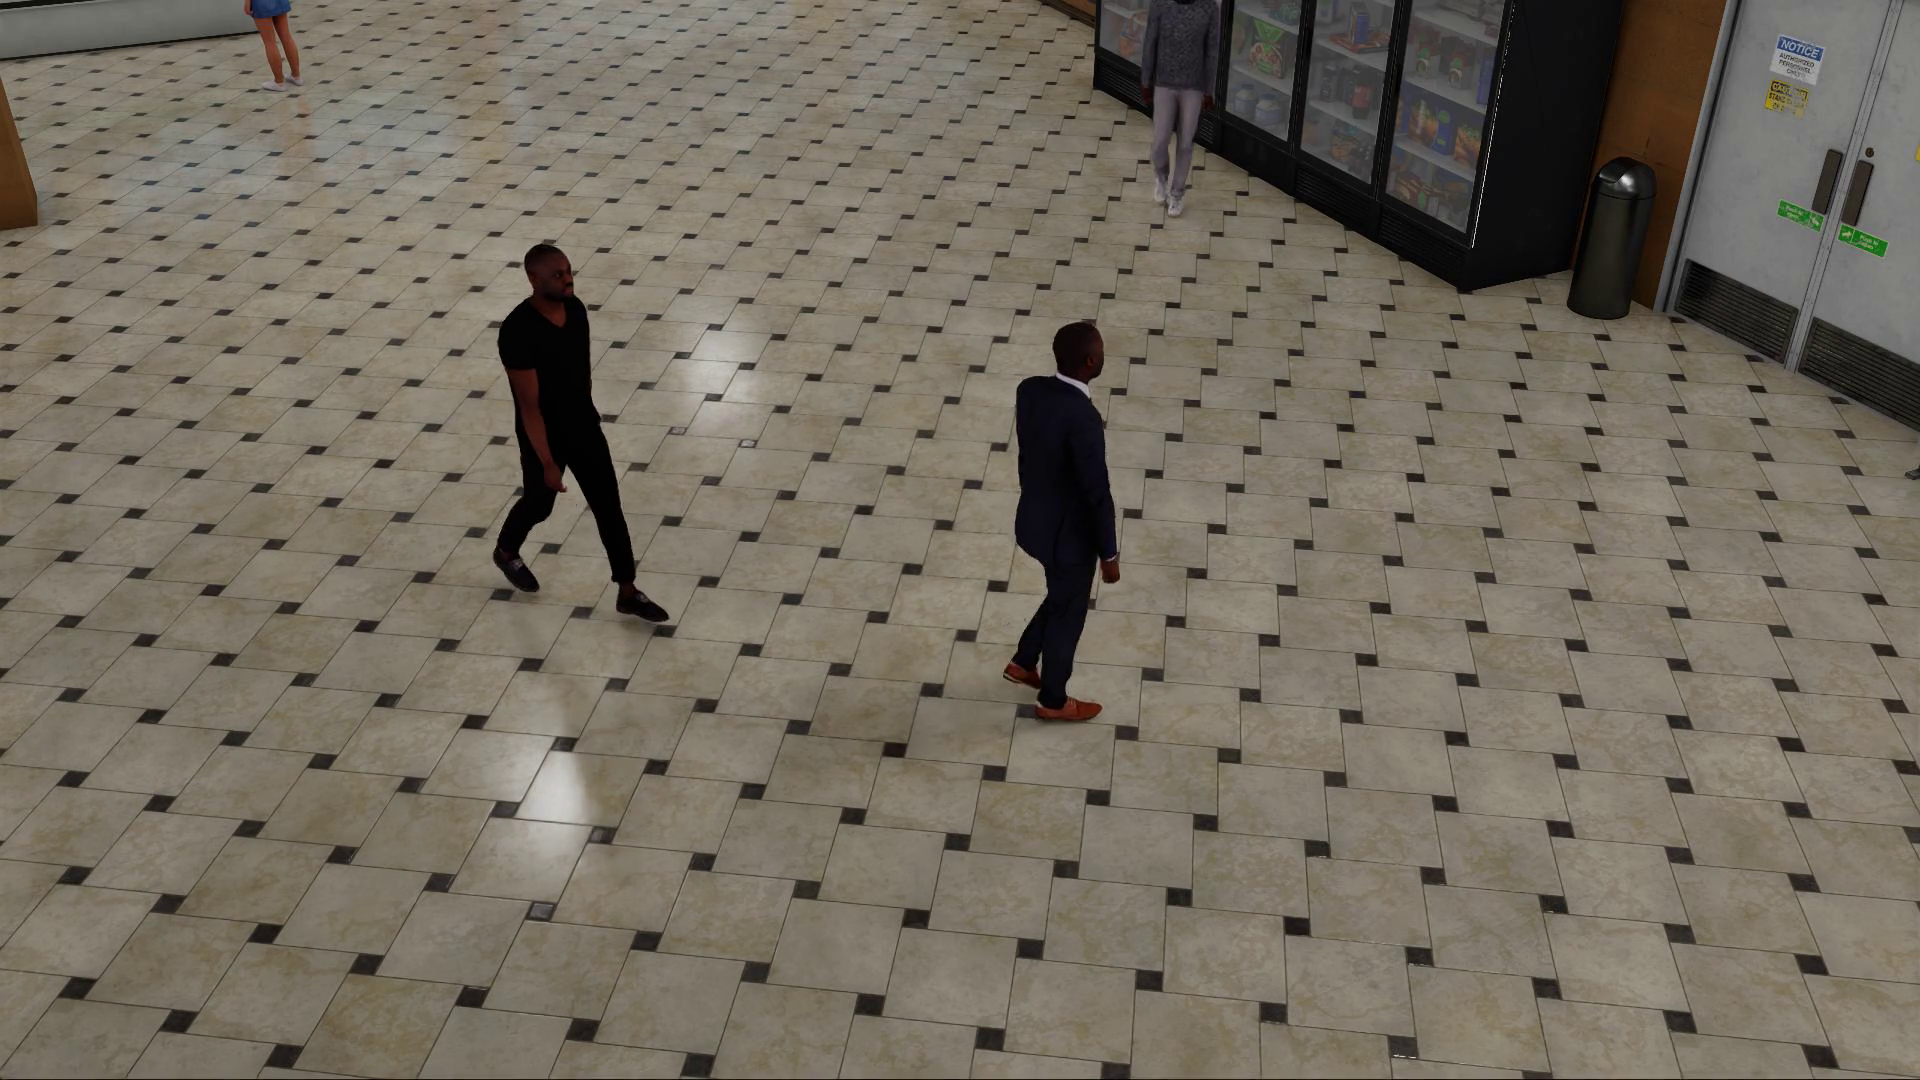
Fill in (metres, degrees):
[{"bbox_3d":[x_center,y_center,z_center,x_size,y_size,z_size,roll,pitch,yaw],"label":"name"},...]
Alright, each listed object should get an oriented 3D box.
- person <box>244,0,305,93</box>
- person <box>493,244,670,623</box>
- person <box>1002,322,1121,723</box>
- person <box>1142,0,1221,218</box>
[{"bbox_3d":[-6.049,-4.756,14.493,0.787,1.632,0.698,16,35,24],"label":"person"},{"bbox_3d":[-1.871,-0.452,7.439,1.159,1.776,1.252,19,37,28],"label":"person"},{"bbox_3d":[0.336,-0.008,6.694,0.673,1.809,0.730,-9,33,-15],"label":"person"},{"bbox_3d":[1.584,-3.269,11.920,0.793,1.825,0.883,4,32,6],"label":"person"}]
